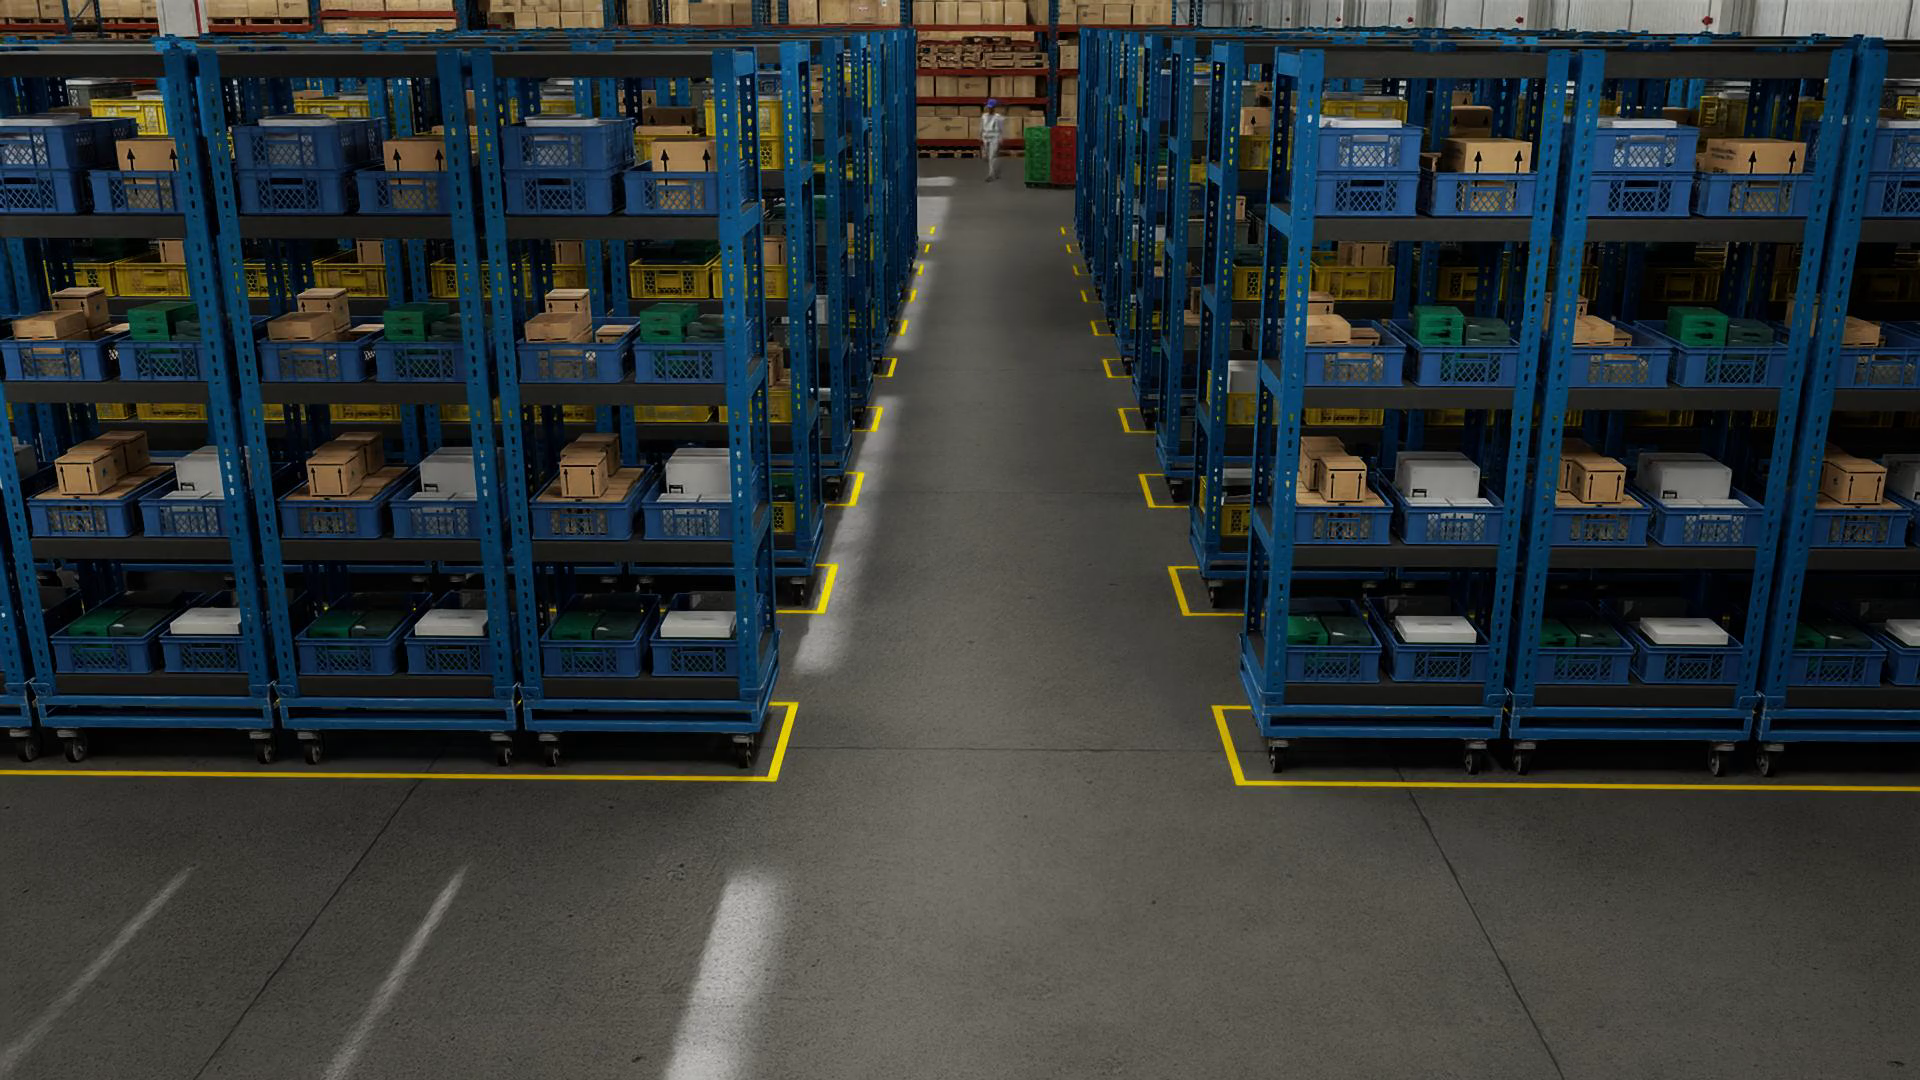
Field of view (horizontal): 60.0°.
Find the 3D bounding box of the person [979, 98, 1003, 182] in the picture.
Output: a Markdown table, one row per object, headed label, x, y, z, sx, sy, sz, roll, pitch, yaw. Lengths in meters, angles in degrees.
| label | x | y | z | sx | sy | sz | roll | pitch | yaw |
| --- | --- | --- | --- | --- | --- | --- | --- | --- | --- |
| person | 0.762 | -9.477 | 39.397 | 0.624 | 1.933 | 0.596 | 12 | 21 | 33 |
